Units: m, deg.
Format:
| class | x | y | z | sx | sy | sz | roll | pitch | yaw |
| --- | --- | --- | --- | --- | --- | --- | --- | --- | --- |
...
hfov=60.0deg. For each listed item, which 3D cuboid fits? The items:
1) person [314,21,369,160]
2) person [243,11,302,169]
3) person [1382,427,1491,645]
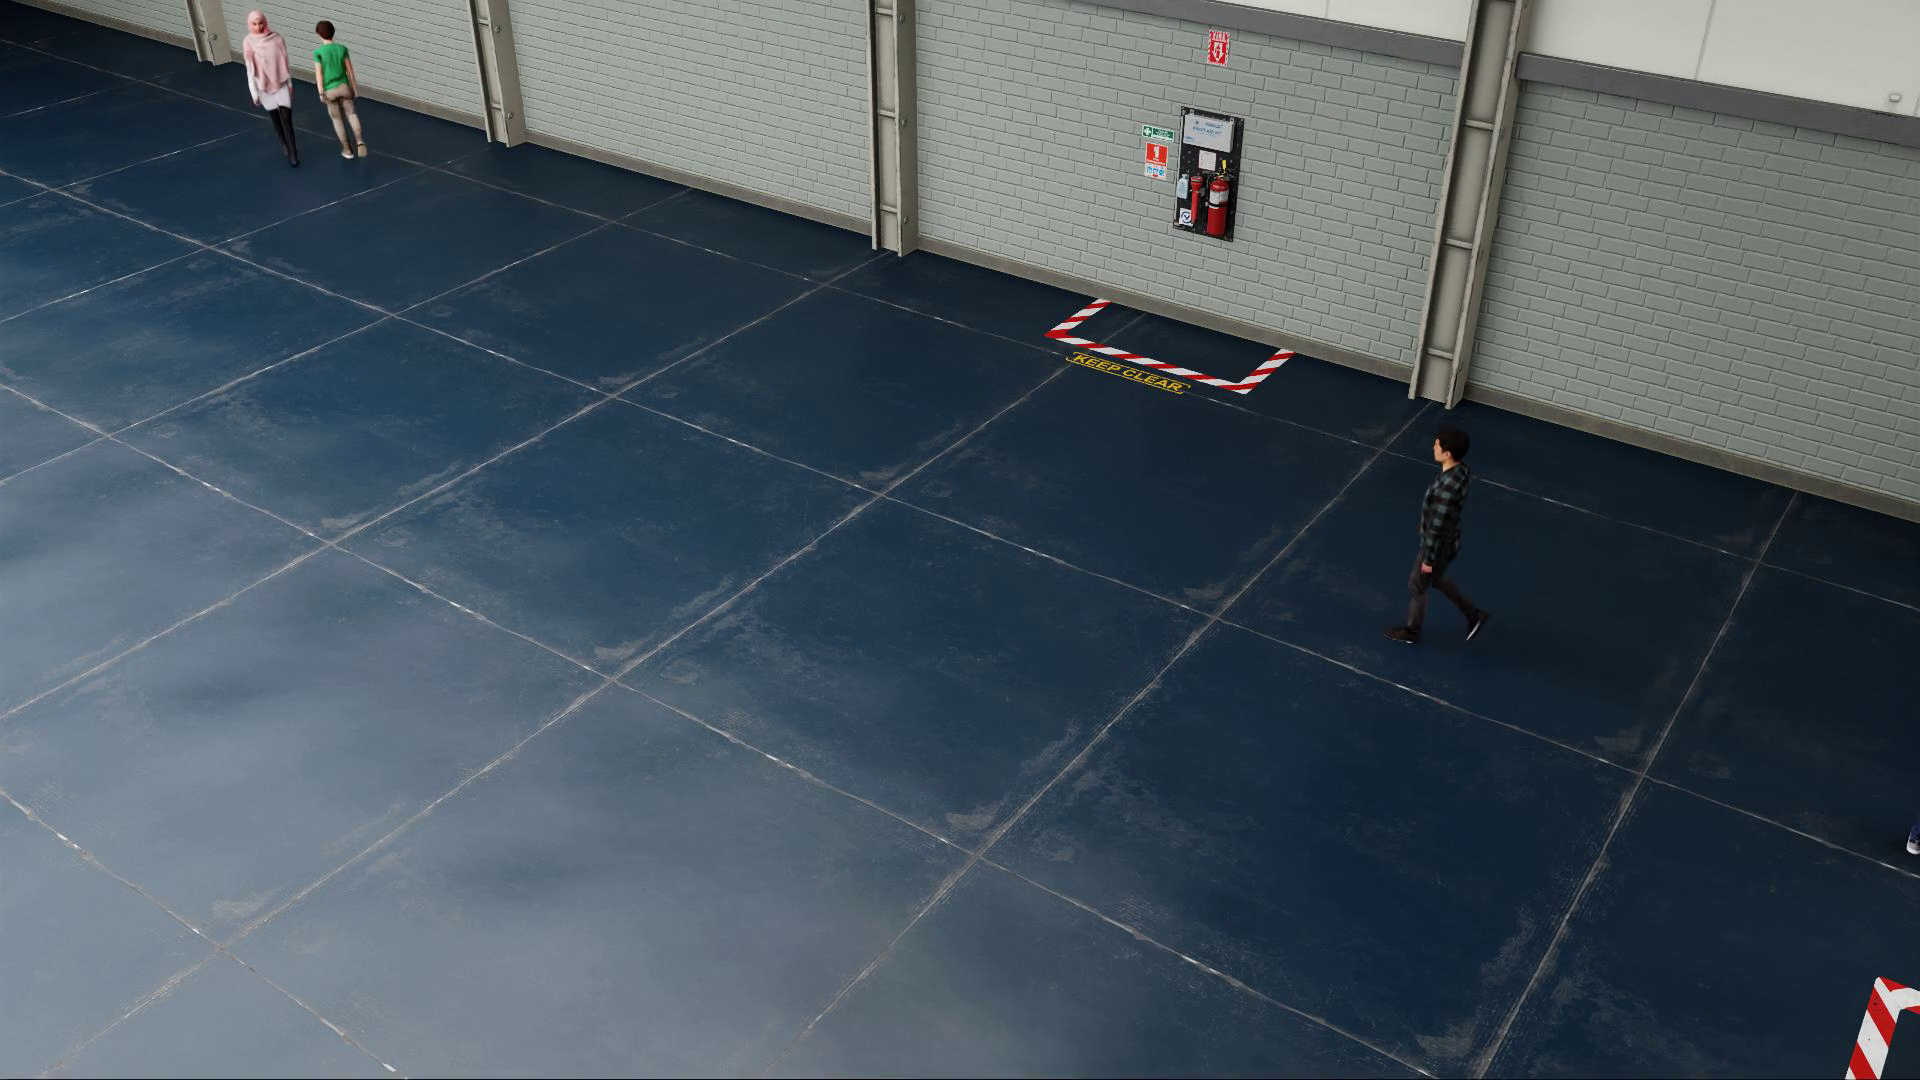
| class | x | y | z | sx | sy | sz | roll | pitch | yaw |
| --- | --- | --- | --- | --- | --- | --- | --- | --- | --- |
| person | -7.285 | -5.253 | 19.549 | 0.759 | 1.639 | 0.930 | -21 | 38 | -30 |
| person | -8.059 | -5.274 | 19.481 | 1.036 | 1.746 | 1.265 | -14 | 35 | -21 |
| person | 3.296 | 0.028 | 11.201 | 0.936 | 1.698 | 0.751 | 16 | 36 | 24 |
